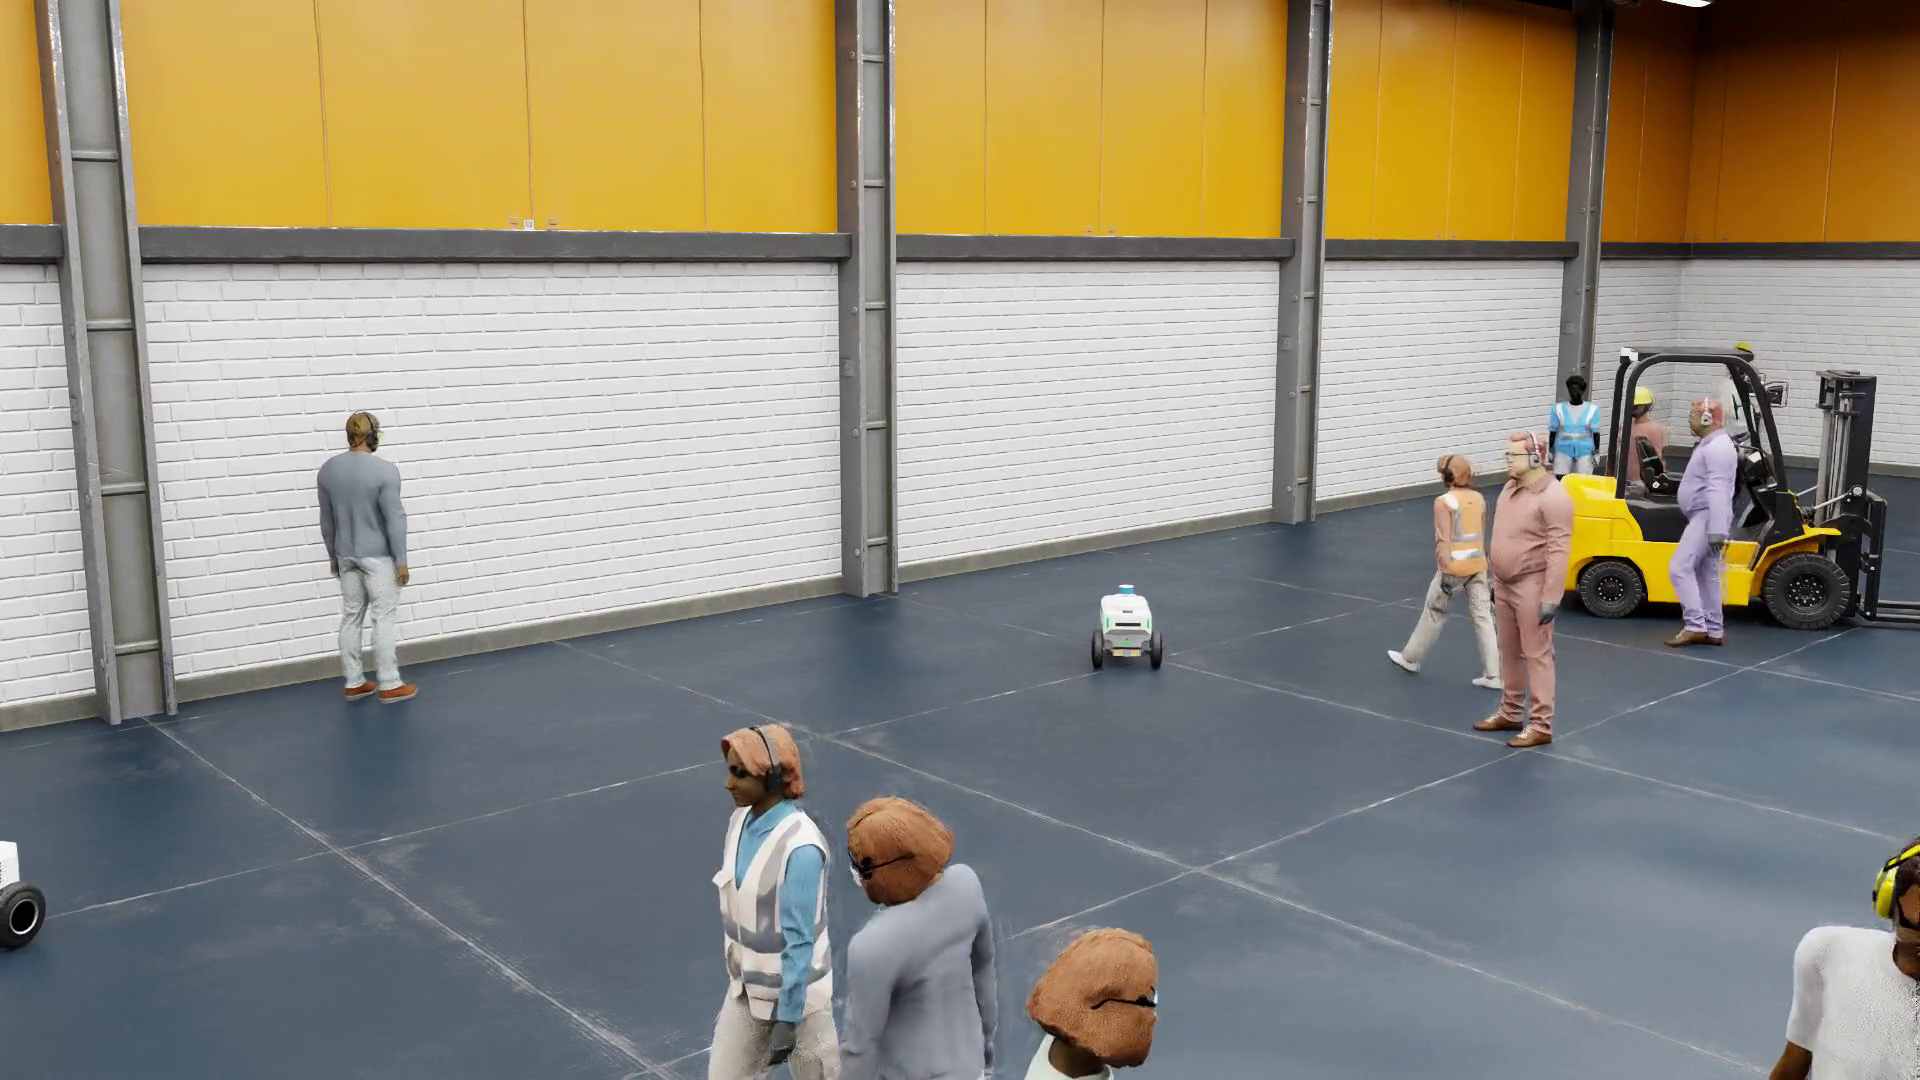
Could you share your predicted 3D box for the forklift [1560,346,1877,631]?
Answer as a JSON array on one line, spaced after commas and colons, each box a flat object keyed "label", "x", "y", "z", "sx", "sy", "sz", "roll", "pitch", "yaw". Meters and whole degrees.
[{"label": "forklift", "x": 6.109, "y": -0.478, "z": 13.691, "sx": 2.313, "sy": 2.155, "sz": 1.214, "roll": 3, "pitch": 10, "yaw": 16}]

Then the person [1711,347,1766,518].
[{"label": "person", "x": 8.685, "y": -1.196, "z": 18.637, "sx": 0.498, "sy": 1.943, "sz": 0.605, "roll": -10, "pitch": 14, "yaw": -44}]

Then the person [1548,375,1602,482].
[{"label": "person", "x": 6.581, "y": -0.931, "z": 17.833, "sx": 0.549, "sy": 1.679, "sz": 0.377, "roll": 4, "pitch": 10, "yaw": 22}]

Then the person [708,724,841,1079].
[{"label": "person", "x": -0.482, "y": 1.314, "z": 4.914, "sx": 0.788, "sy": 1.608, "sz": 0.510, "roll": -7, "pitch": 12, "yaw": -37}]

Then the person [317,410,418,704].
[{"label": "person", "x": -3.907, "y": 0.116, "z": 10.963, "sx": 0.635, "sy": 1.936, "sz": 0.355, "roll": 3, "pitch": 10, "yaw": 19}]

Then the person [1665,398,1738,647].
[{"label": "person", "x": 5.545, "y": -0.126, "z": 12.530, "sx": 0.575, "sy": 1.881, "sz": 0.667, "roll": 4, "pitch": 10, "yaw": 21}]

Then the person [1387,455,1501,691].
[{"label": "person", "x": 3.401, "y": 0.207, "z": 11.475, "sx": 0.527, "sy": 1.580, "sz": 0.881, "roll": -6, "pitch": 12, "yaw": -33}]

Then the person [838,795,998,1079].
[{"label": "person", "x": -0.107, "y": 1.420, "z": 4.285, "sx": 0.322, "sy": 1.616, "sz": 0.597, "roll": 8, "pitch": 13, "yaw": 41}]

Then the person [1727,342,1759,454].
[{"label": "person", "x": 10.712, "y": -1.833, "z": 22.870, "sx": 0.523, "sy": 1.769, "sz": 0.315, "roll": -3, "pitch": 10, "yaw": -17}]

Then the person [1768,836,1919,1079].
[{"label": "person", "x": 1.889, "y": 1.444, "z": 3.471, "sx": 0.606, "sy": 1.837, "sz": 0.429, "roll": 9, "pitch": 13, "yaw": 43}]

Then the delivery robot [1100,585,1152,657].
[{"label": "delivery robot", "x": 1.201, "y": 0.568, "z": 12.085, "sx": 0.477, "sy": 0.478, "sz": 0.707, "roll": 0, "pitch": 10, "yaw": 3}]

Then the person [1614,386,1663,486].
[{"label": "person", "x": 6.308, "y": -0.551, "z": 15.412, "sx": 0.486, "sy": 1.754, "sz": 0.534, "roll": -3, "pitch": 10, "yaw": -19}]

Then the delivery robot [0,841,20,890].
[{"label": "delivery robot", "x": -4.287, "y": 1.454, "z": 6.894, "sx": 0.477, "sy": 0.478, "sz": 0.707, "roll": 3, "pitch": 10, "yaw": 16}]

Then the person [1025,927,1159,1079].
[{"label": "person", "x": 0.196, "y": 1.565, "z": 3.420, "sx": 0.409, "sy": 1.612, "sz": 0.524, "roll": 3, "pitch": 10, "yaw": 19}]

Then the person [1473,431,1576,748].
[{"label": "person", "x": 3.391, "y": 0.289, "z": 10.040, "sx": 0.402, "sy": 1.906, "sz": 0.651, "roll": -2, "pitch": 10, "yaw": -13}]
